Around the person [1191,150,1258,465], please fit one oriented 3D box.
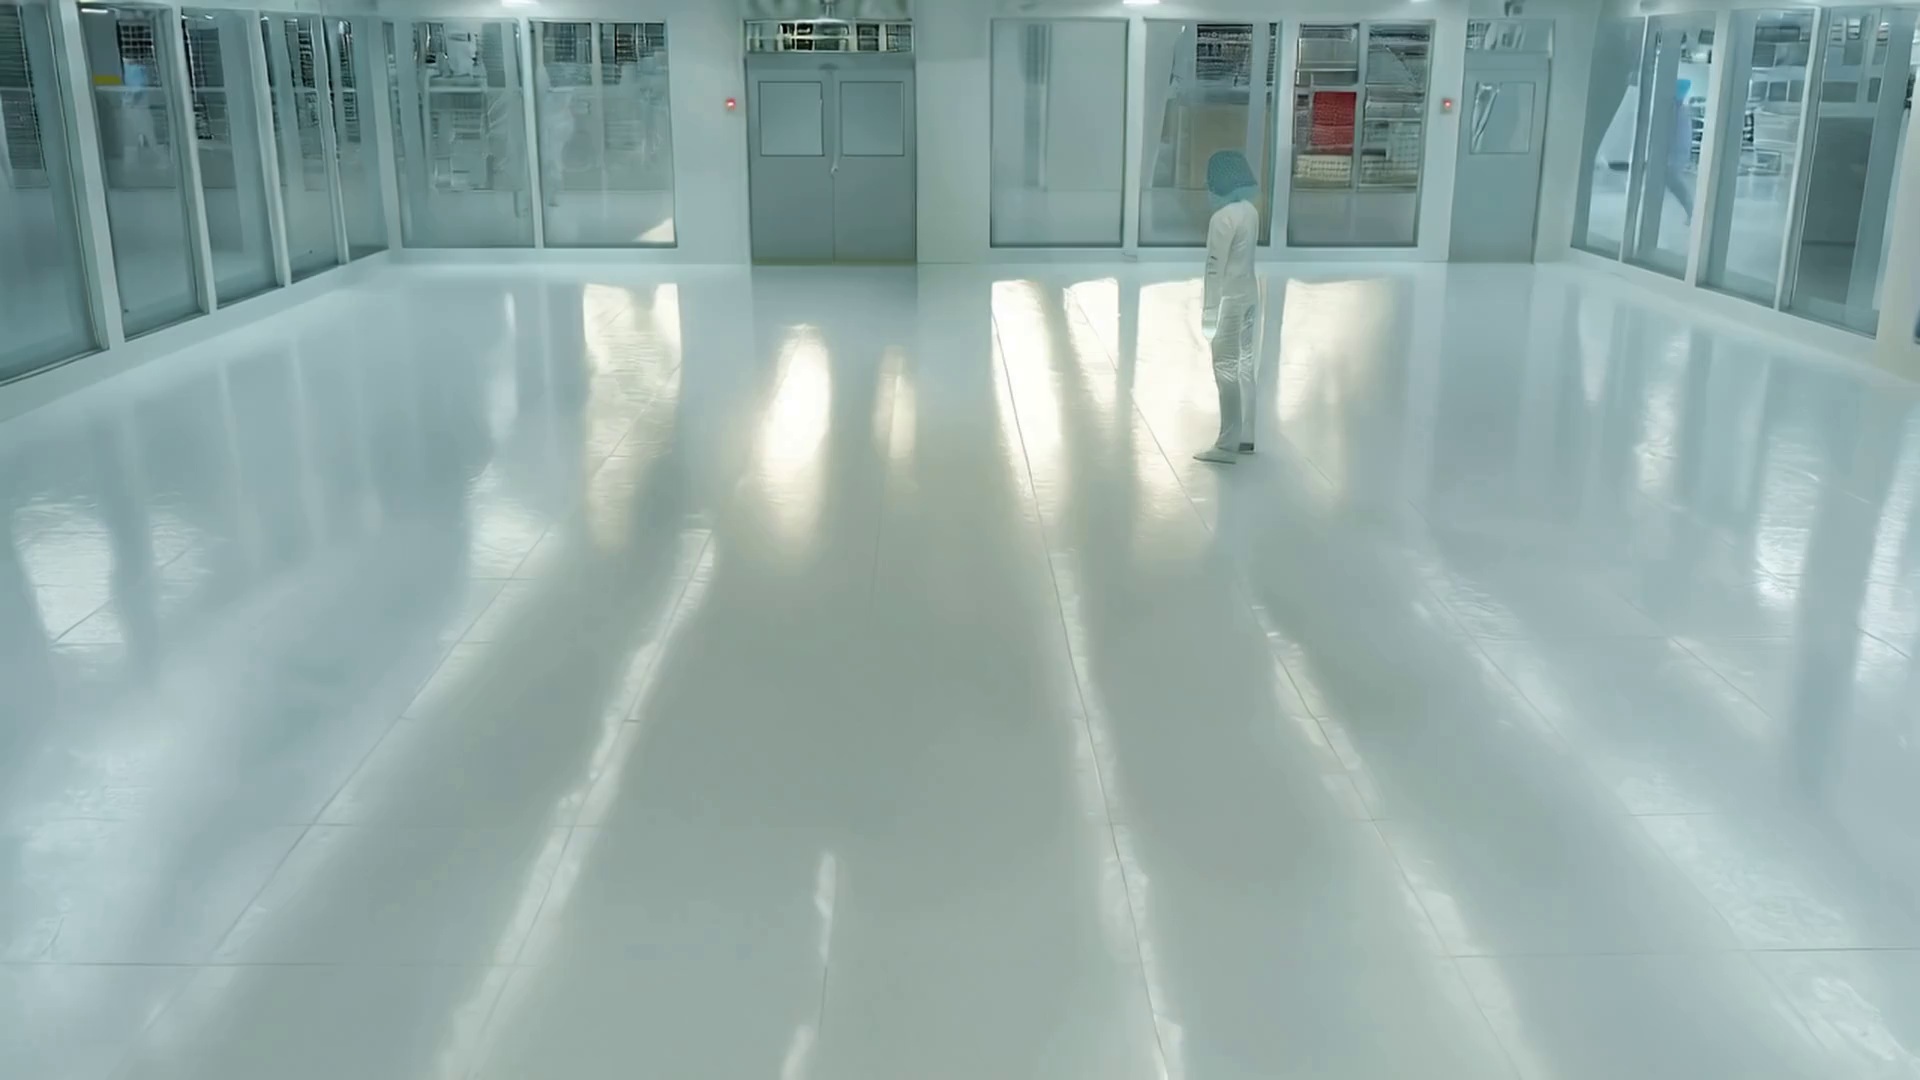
[{"bbox_3d":[1.404,-1.211,8.720,0.285,1.626,0.497,9,19,27],"label":"person"}]
